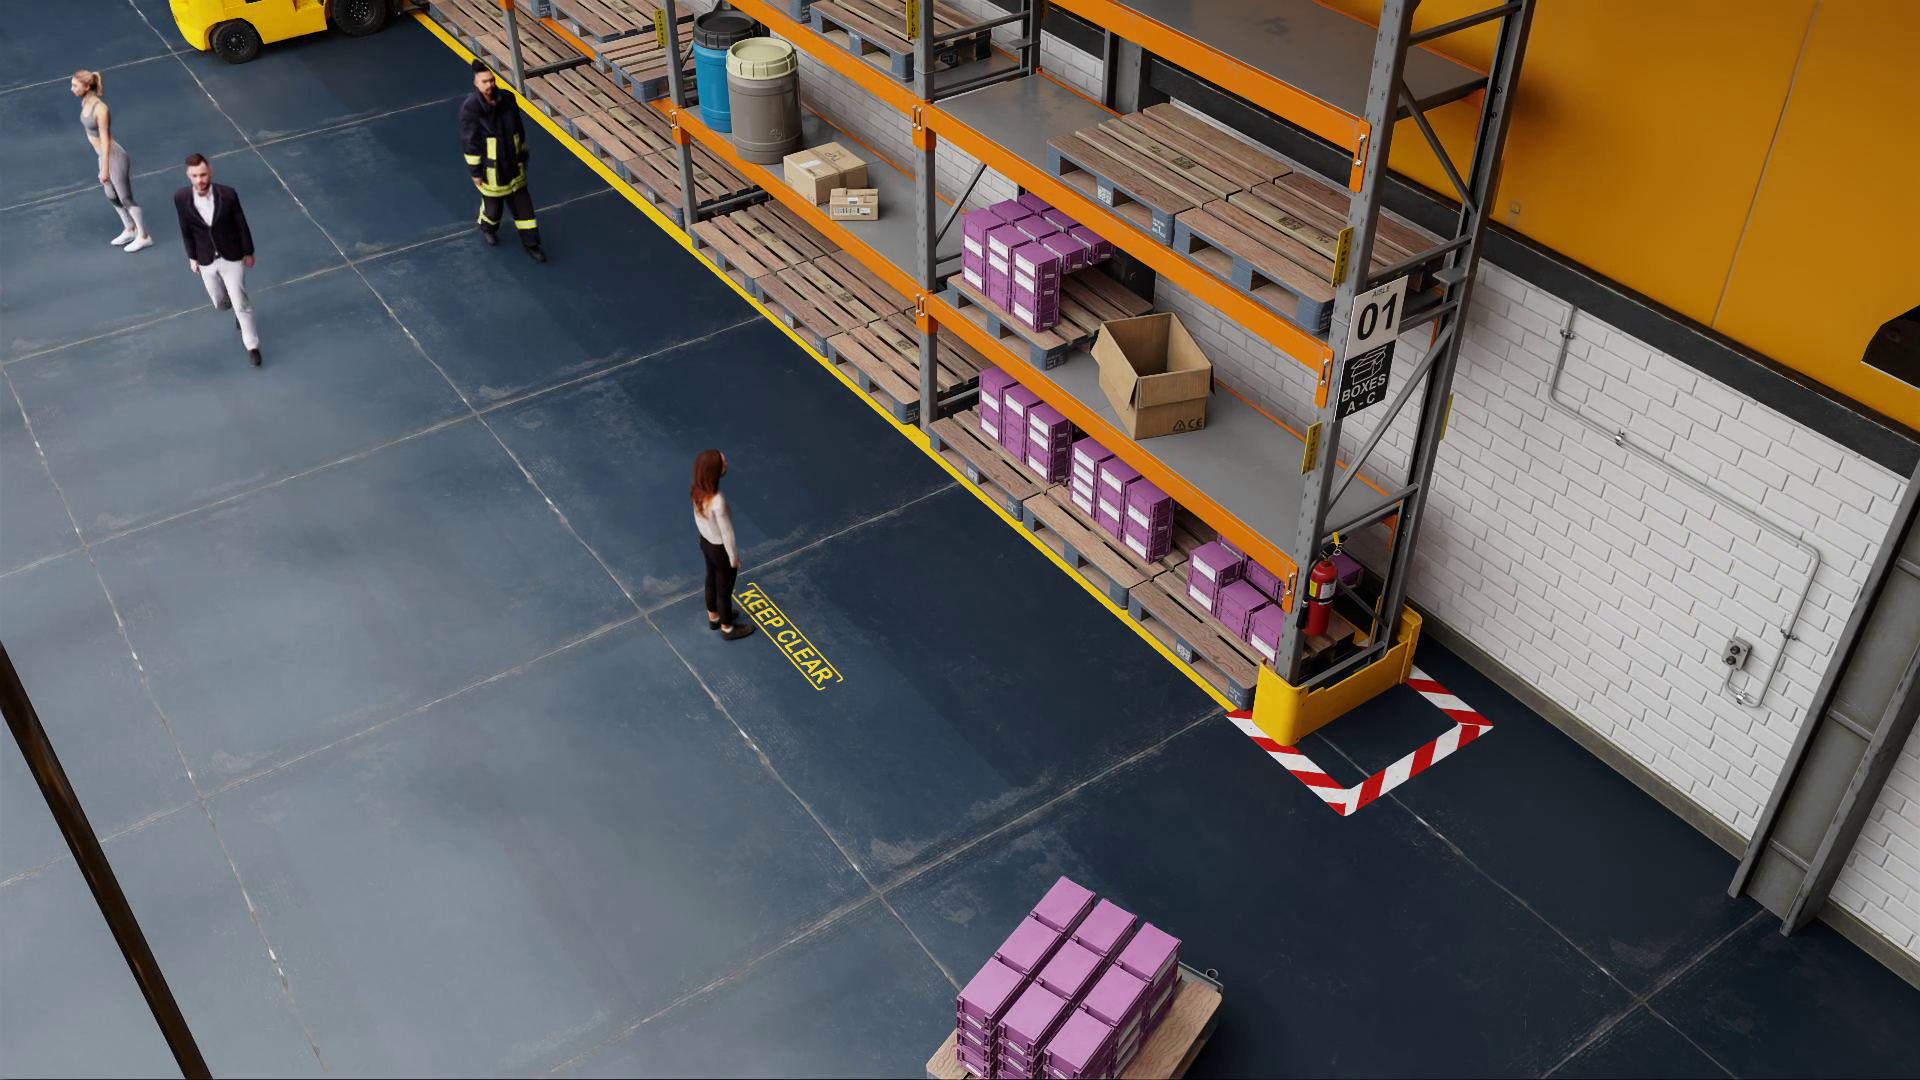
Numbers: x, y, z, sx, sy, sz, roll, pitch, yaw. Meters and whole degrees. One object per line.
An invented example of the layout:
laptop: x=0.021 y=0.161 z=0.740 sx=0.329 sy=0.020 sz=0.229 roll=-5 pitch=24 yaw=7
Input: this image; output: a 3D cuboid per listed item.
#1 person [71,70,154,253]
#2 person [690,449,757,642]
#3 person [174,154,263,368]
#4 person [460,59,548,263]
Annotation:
person: x=-7.679 y=-3.460 z=15.146 sx=0.592 sy=1.698 sz=0.700 roll=31 pitch=48 yaw=33
person: x=-1.600 y=0.029 z=10.948 sx=0.601 sy=1.484 sz=0.411 roll=-24 pitch=45 yaw=-27
person: x=-6.049 y=-2.345 z=13.648 sx=0.898 sy=1.825 sz=1.065 roll=-8 pitch=39 yaw=-9
person: x=-4.204 y=-3.451 z=15.023 sx=0.748 sy=1.838 sz=1.060 roll=-23 pitch=44 yaw=-26
